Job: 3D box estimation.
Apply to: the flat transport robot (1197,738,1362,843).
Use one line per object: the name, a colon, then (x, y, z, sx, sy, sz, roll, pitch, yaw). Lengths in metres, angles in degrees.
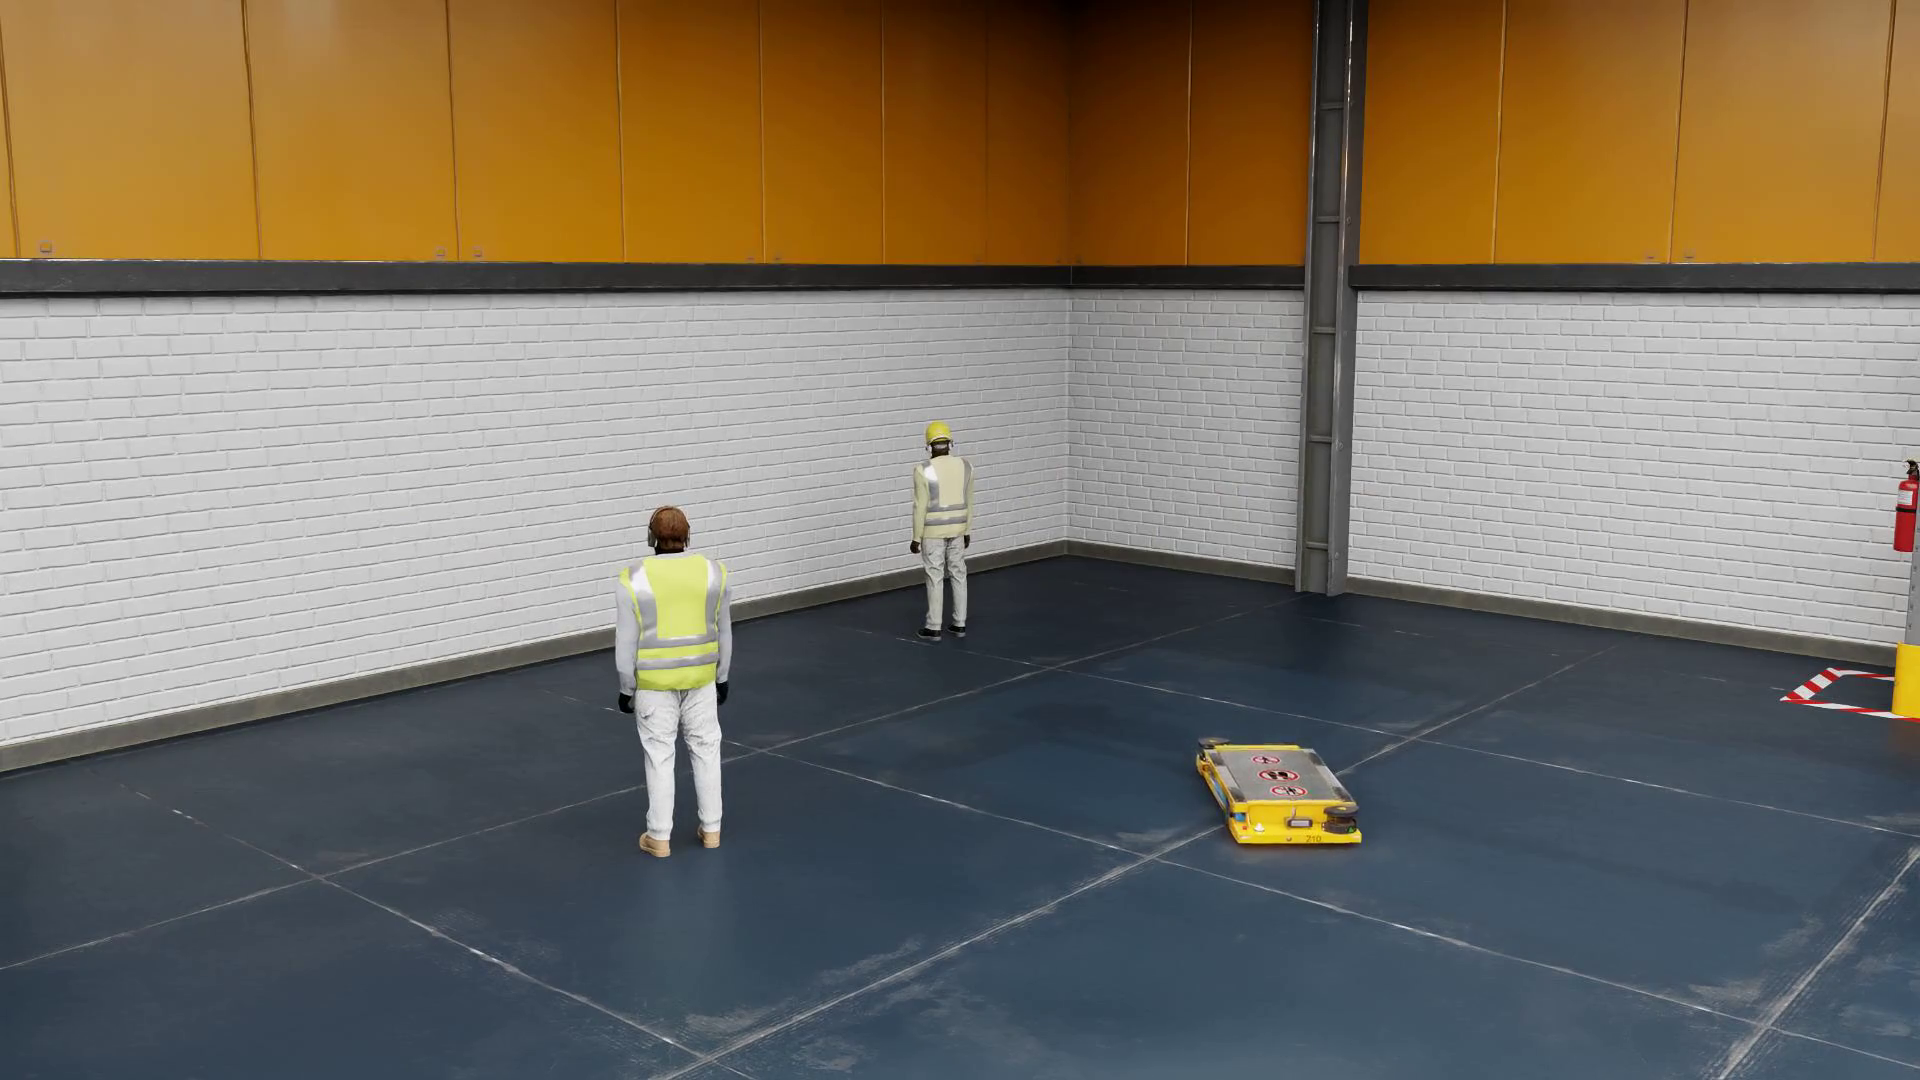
flat transport robot: (1.779, 1.404, 9.442, 0.652, 0.197, 1.431, 0, 9, -1)

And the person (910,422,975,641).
person: (-0.159, -0.074, 13.861, 0.586, 1.823, 0.403, -6, 11, -32)

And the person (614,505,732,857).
person: (-1.504, 0.736, 8.720, 0.623, 1.844, 0.430, -4, 10, -26)
